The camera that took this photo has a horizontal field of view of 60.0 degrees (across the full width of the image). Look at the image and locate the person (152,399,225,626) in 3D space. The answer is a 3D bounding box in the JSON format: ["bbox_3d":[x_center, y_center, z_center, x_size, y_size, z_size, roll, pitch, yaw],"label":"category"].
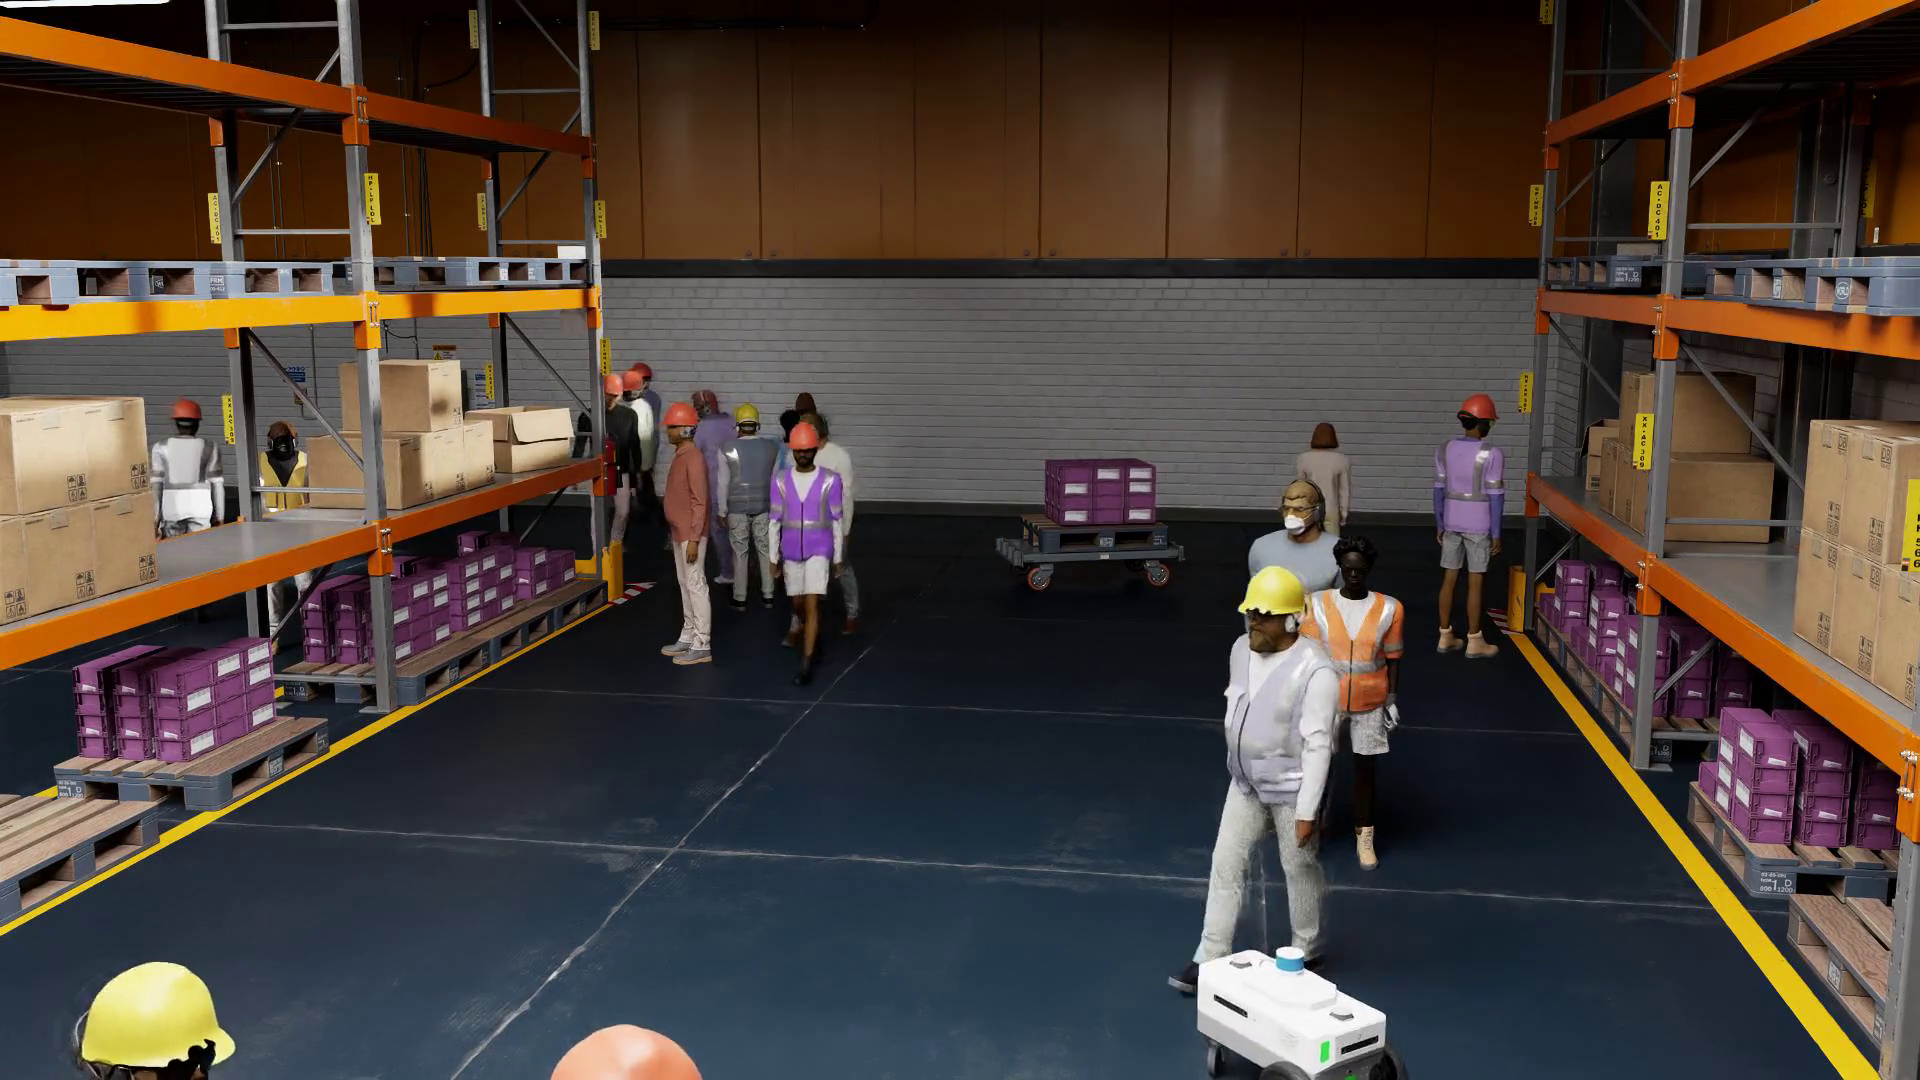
[{"bbox_3d":[-6.558,-0.237,14.176,0.570,1.893,0.665,-3,10,-16],"label":"person"}]

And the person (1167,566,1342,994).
[{"bbox_3d":[1.208,1.004,6.781,0.820,1.797,0.624,-6,11,-33],"label":"person"}]

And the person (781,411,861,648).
[{"bbox_3d":[-1.107,-0.109,13.431,0.652,1.890,0.977,4,10,24],"label":"person"}]

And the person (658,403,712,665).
[{"bbox_3d":[-2.092,-0.054,12.721,0.382,1.994,0.613,-4,10,-23],"label":"person"}]

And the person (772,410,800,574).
[{"bbox_3d":[-1.652,-0.439,16.146,0.536,1.644,0.908,-1,9,-3],"label":"person"}]

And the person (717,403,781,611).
[{"bbox_3d":[-1.864,-0.292,14.686,0.600,1.830,0.404,-4,10,-25],"label":"person"}]

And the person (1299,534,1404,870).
[{"bbox_3d":[1.941,0.807,8.323,0.529,1.697,0.321,2,9,10],"label":"person"}]

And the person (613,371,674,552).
[{"bbox_3d":[-3.391,-0.814,17.562,0.880,1.948,0.629,3,10,19],"label":"person"}]

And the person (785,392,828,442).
[{"bbox_3d":[-1.723,-0.841,18.689,0.502,1.631,0.286,-3,10,-20],"label":"person"}]

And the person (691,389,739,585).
[{"bbox_3d":[-2.353,-0.499,15.882,0.594,1.869,0.672,8,12,41],"label":"person"}]

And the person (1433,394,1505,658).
[{"bbox_3d":[3.968,-0.112,12.930,0.397,2.043,0.610,-7,11,-35],"label":"person"}]

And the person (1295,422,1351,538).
[{"bbox_3d":[3.313,-0.273,15.232,0.500,1.619,0.348,2,9,14],"label":"person"}]

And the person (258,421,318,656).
[{"bbox_3d":[-5.249,-0.016,12.995,0.626,1.836,0.428,-4,10,-23],"label":"person"}]

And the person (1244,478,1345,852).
[{"bbox_3d":[1.760,0.643,8.598,0.629,1.940,0.376,6,11,33],"label":"person"}]

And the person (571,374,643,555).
[{"bbox_3d":[-3.545,-0.681,16.663,0.747,1.963,0.539,-3,10,-17],"label":"person"}]

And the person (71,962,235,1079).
[{"bbox_3d":[-1.572,1.624,3.151,0.678,1.741,0.528,3,10,20],"label":"person"}]

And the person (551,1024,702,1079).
[{"bbox_3d":[-0.478,1.635,2.482,0.555,1.934,0.372,-7,11,-36],"label":"person"}]

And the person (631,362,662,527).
[{"bbox_3d":[-3.673,-1.107,19.441,0.466,1.939,0.569,2,9,12],"label":"person"}]

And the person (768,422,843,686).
[{"bbox_3d":[-1.128,0.062,12.316,0.551,1.908,0.911,1,9,8],"label":"person"}]

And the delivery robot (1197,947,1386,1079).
[{"bbox_3d":[1.179,1.710,5.984,0.477,0.478,0.707,-6,11,-32],"label":"delivery robot"}]
